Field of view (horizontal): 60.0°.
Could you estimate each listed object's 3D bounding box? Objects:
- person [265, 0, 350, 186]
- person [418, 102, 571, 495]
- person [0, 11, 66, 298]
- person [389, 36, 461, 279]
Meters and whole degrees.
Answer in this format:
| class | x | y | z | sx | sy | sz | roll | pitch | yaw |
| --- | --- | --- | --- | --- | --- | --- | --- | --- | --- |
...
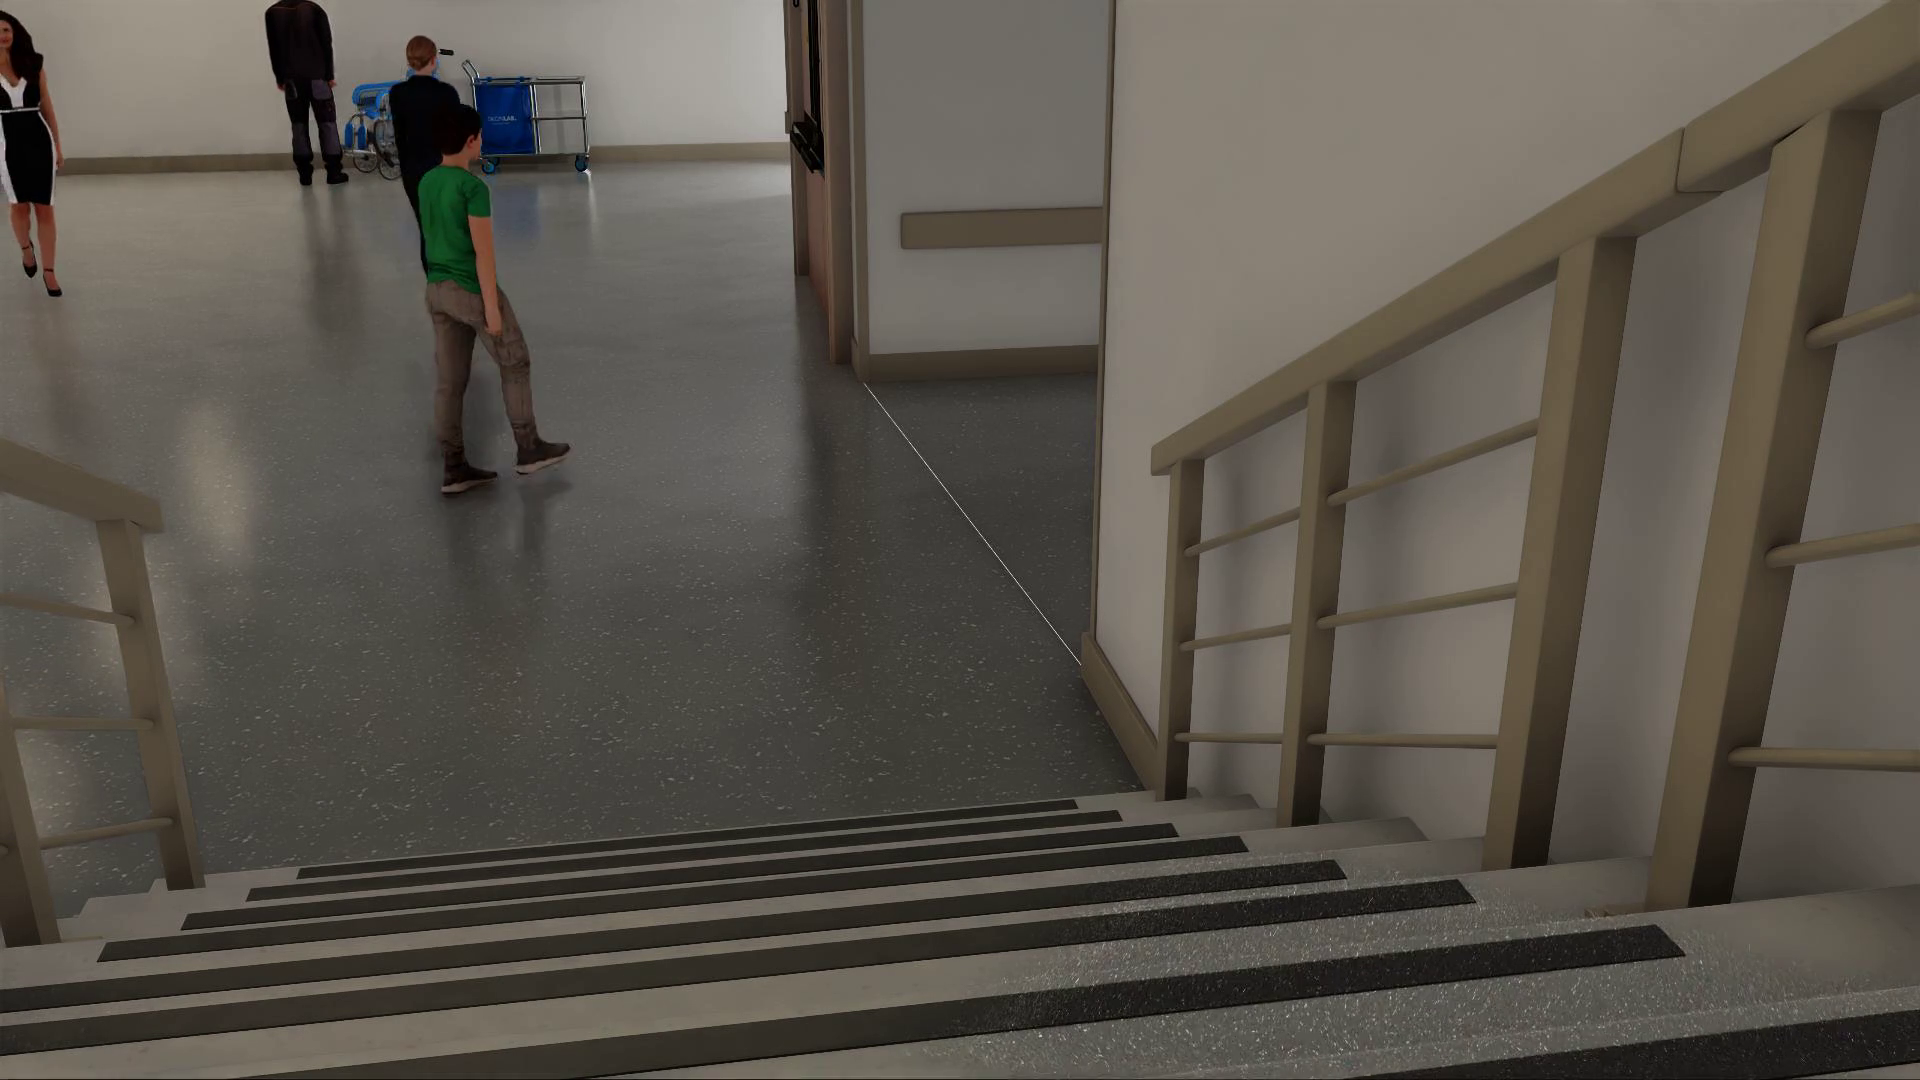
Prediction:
| class | x | y | z | sx | sy | sz | roll | pitch | yaw |
| --- | --- | --- | --- | --- | --- | --- | --- | --- | --- |
| person | -5.968 | -4.237 | 15.149 | 0.685 | 1.944 | 0.565 | -3 | 21 | -9 |
| person | -2.142 | -0.985 | 6.998 | 0.934 | 1.636 | 0.997 | 14 | 25 | 32 |
| person | -6.034 | -2.478 | 10.728 | 0.744 | 1.787 | 0.821 | -16 | 26 | -36 |
| person | -3.216 | -2.156 | 10.037 | 0.676 | 1.674 | 0.643 | 2 | 21 | 4 |
